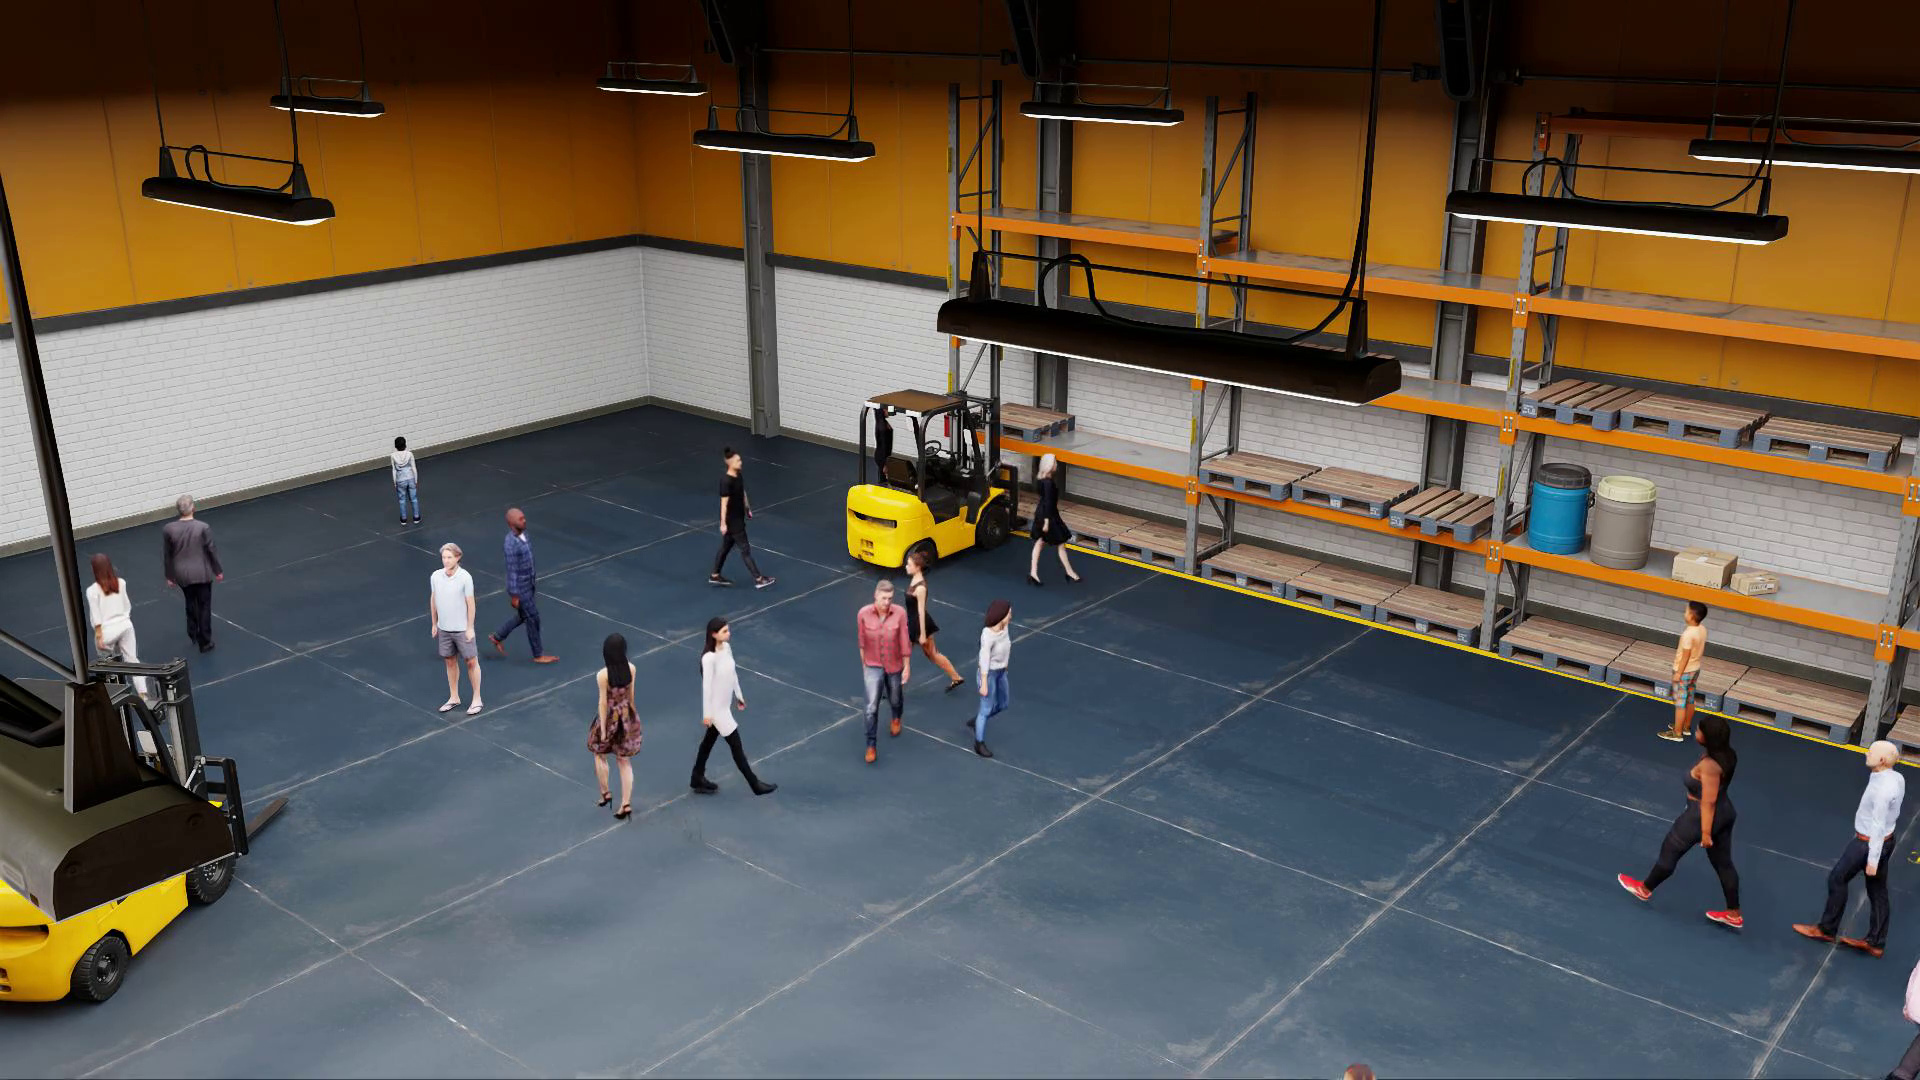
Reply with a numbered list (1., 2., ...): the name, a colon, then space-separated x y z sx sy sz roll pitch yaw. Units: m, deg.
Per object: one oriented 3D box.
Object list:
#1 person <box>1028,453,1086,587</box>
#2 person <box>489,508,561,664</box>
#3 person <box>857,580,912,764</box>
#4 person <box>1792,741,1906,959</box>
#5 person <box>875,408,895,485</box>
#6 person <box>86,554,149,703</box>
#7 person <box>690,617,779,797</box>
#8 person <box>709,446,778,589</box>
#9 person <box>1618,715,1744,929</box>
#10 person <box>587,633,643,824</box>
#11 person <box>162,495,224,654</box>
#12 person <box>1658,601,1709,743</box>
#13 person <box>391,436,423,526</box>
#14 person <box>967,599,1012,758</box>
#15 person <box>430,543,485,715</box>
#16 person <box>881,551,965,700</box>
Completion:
1. person: 1.019 -0.233 20.844 1.002 1.726 0.975 -3 19 -10
2. person: -4.951 0.516 18.508 1.173 1.797 1.028 2 19 5
3. person: -0.736 1.216 16.433 1.162 1.794 1.198 0 19 -1
4. person: 7.154 2.425 12.884 0.855 1.769 0.641 16 24 38
5. person: -1.072 -1.112 23.463 0.719 1.719 0.682 0 19 -1
6. person: -8.773 0.983 17.365 1.103 1.641 0.706 12 22 31
7. person: -2.308 1.568 15.449 1.217 1.755 0.946 5 19 14
8. person: -2.910 -0.264 20.794 1.256 1.817 1.064 3 19 9
9. person: 6.068 2.285 13.311 0.761 1.762 1.228 -17 25 -40
10. person: -3.029 1.720 15.010 0.724 1.747 0.646 15 24 38
11. person: -8.684 0.403 18.795 0.852 1.828 0.913 -1 19 -4
12. person: 7.305 1.304 16.694 0.545 1.461 0.513 -17 25 -41
13. person: -7.815 -0.848 23.400 0.559 1.260 0.604 -6 19 -16
14. person: 0.259 1.336 16.376 0.735 1.604 0.732 13 22 33
15. person: -5.234 0.900 17.312 0.659 1.833 0.789 4 19 13
16. person: -0.355 0.922 17.553 1.144 1.636 1.054 -1 19 -3
